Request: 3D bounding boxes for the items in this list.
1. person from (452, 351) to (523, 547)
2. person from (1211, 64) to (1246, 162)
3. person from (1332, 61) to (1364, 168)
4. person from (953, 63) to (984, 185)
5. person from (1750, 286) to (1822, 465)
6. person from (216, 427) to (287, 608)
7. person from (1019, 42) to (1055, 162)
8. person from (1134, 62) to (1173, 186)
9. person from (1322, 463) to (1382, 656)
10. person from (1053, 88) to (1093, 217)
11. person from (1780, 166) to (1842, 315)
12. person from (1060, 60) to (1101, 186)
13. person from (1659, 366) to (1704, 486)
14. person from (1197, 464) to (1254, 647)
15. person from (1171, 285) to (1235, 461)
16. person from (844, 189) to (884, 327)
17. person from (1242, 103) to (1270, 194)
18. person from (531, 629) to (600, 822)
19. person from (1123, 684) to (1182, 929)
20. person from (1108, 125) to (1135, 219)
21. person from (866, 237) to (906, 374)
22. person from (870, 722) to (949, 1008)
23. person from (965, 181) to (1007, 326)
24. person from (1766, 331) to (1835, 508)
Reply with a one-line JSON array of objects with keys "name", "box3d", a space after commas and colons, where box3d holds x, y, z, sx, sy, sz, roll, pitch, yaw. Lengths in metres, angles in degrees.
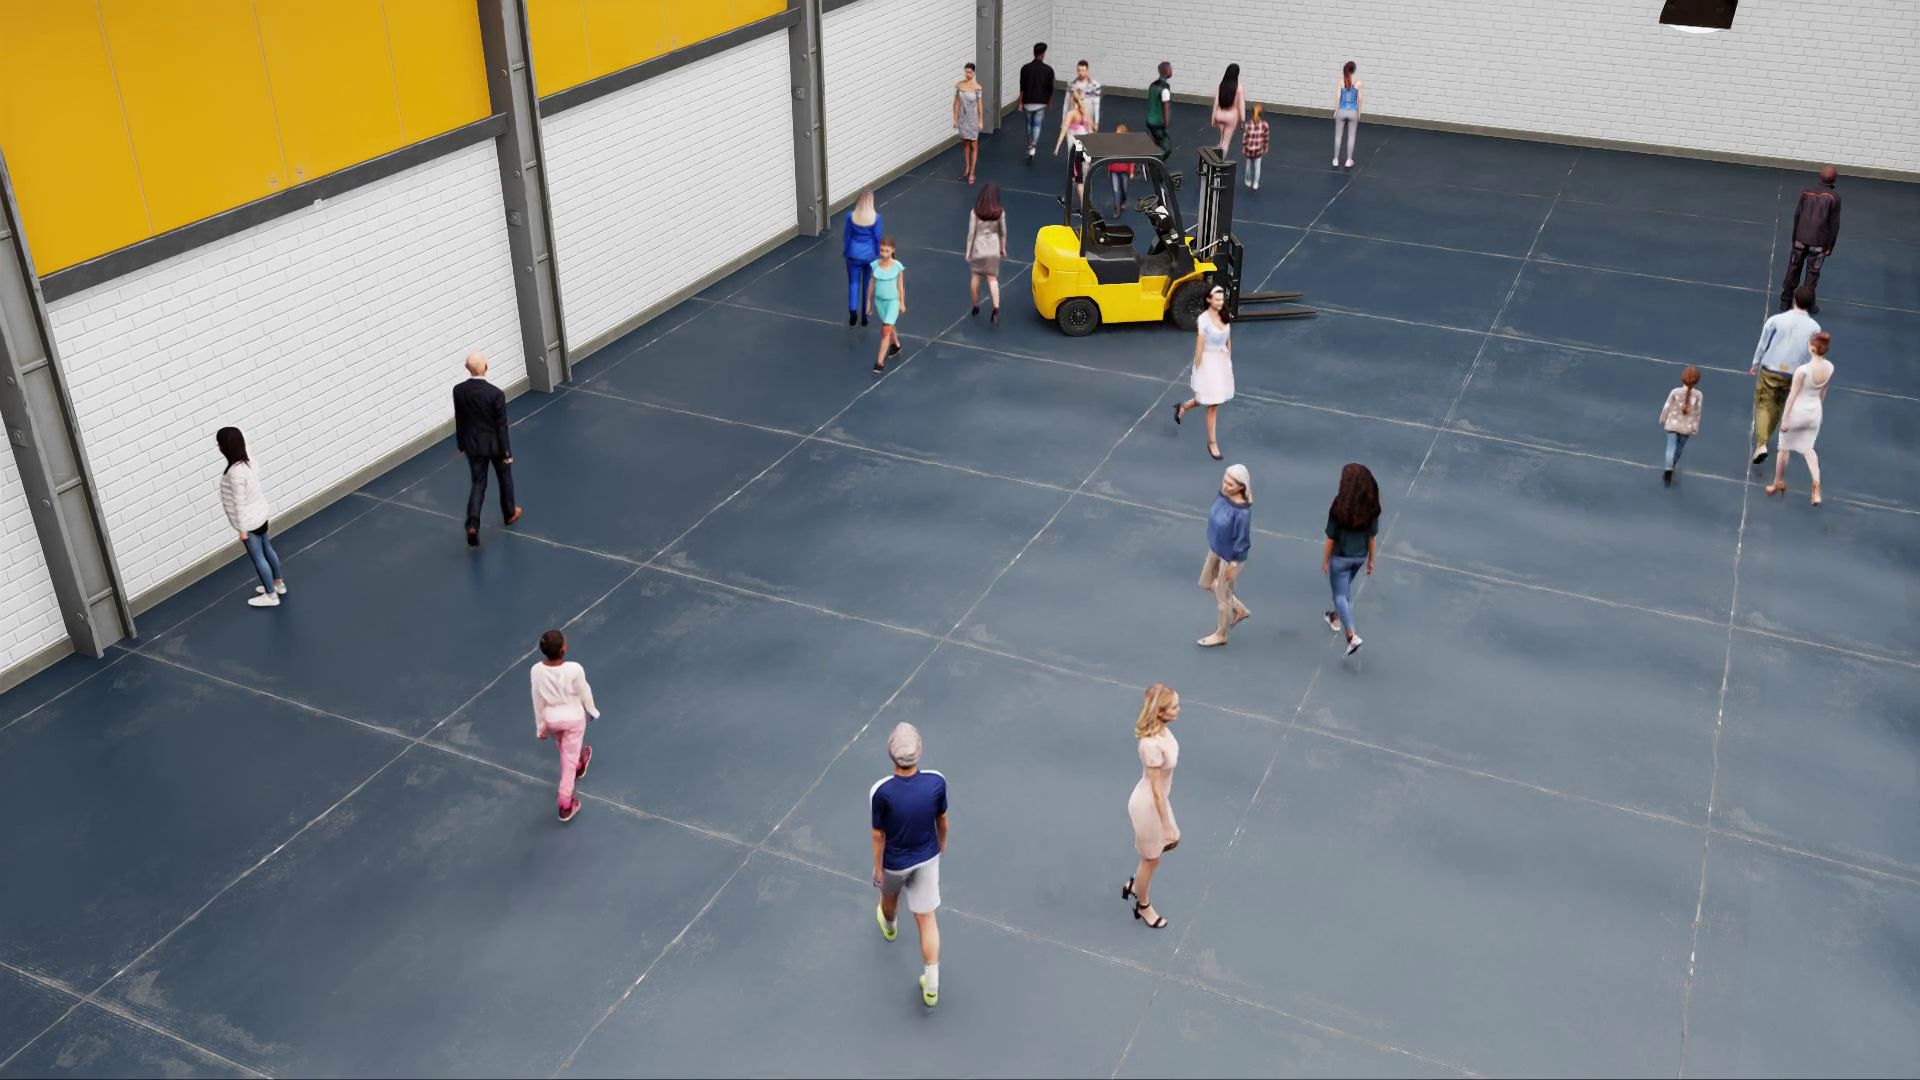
[{"name": "person", "box3d": [-4.324, -0.804, 15.050, 0.928, 1.774, 1.234, 3, 29, 5]}, {"name": "person", "box3d": [4.022, -6.345, 25.283, 0.739, 1.701, 0.892, 19, 34, 30]}, {"name": "person", "box3d": [6.036, -6.638, 25.917, 0.592, 1.609, 0.571, 8, 30, 14]}, {"name": "person", "box3d": [0.135, -6.329, 25.153, 0.622, 1.798, 0.757, 13, 31, 23]}, {"name": "person", "box3d": [8.148, -1.612, 16.522, 0.799, 1.783, 1.188, 7, 29, 13]}, {"name": "person", "box3d": [-6.008, -0.207, 14.099, 0.759, 1.636, 0.668, -5, 29, -9]}, {"name": "person", "box3d": [1.180, -6.853, 26.148, 0.927, 1.765, 1.252, 3, 29, 6]}, {"name": "person", "box3d": [2.906, -6.200, 24.897, 1.048, 1.817, 1.001, -6, 29, -10]}, {"name": "person", "box3d": [3.155, 0.183, 13.438, 0.964, 1.585, 1.109, -4, 29, -8]}, {"name": "person", "box3d": [1.743, -5.478, 23.648, 1.008, 1.746, 1.042, 24, 37, 37]}, {"name": "person", "box3d": [10.364, -3.659, 20.231, 0.760, 1.826, 0.784, -22, 36, -34]}, {"name": "person", "box3d": [1.857, -6.345, 25.152, 0.683, 1.828, 0.982, 13, 31, 22]}, {"name": "person", "box3d": [7.020, -1.096, 16.224, 0.540, 1.162, 0.820, 10, 30, 18]}, {"name": "person", "box3d": [2.243, 0.126, 13.438, 0.864, 1.684, 0.806, -6, 29, -10]}, {"name": "person", "box3d": [2.467, -1.712, 16.691, 1.085, 1.796, 1.030, -18, 34, -30]}, {"name": "person", "box3d": [-1.155, -3.285, 19.694, 0.795, 1.683, 0.911, 2, 29, 3]}, {"name": "person", "box3d": [4.391, -5.816, 24.746, 0.739, 1.287, 0.961, 3, 29, 5]}, {"name": "person", "box3d": [-2.775, 1.294, 11.581, 0.716, 1.413, 1.036, 5, 29, 9]}, {"name": "person", "box3d": [1.132, 1.676, 10.453, 0.687, 1.823, 0.552, 8, 30, 15]}, {"name": "person", "box3d": [2.298, -5.273, 23.738, 0.635, 1.299, 0.881, 7, 29, 12]}, {"name": "person", "box3d": [-0.795, -2.686, 18.778, 0.647, 1.509, 1.107, 11, 30, 19]}, {"name": "person", "box3d": [-0.280, 1.962, 9.962, 1.160, 1.791, 1.258, -8, 30, -15]}, {"name": "person", "box3d": [0.335, -3.371, 19.827, 1.018, 1.706, 1.115, -8, 30, -13]}, {"name": "person", "box3d": [7.941, -1.086, 15.563, 0.920, 1.777, 1.051, -6, 29, -10]}]
